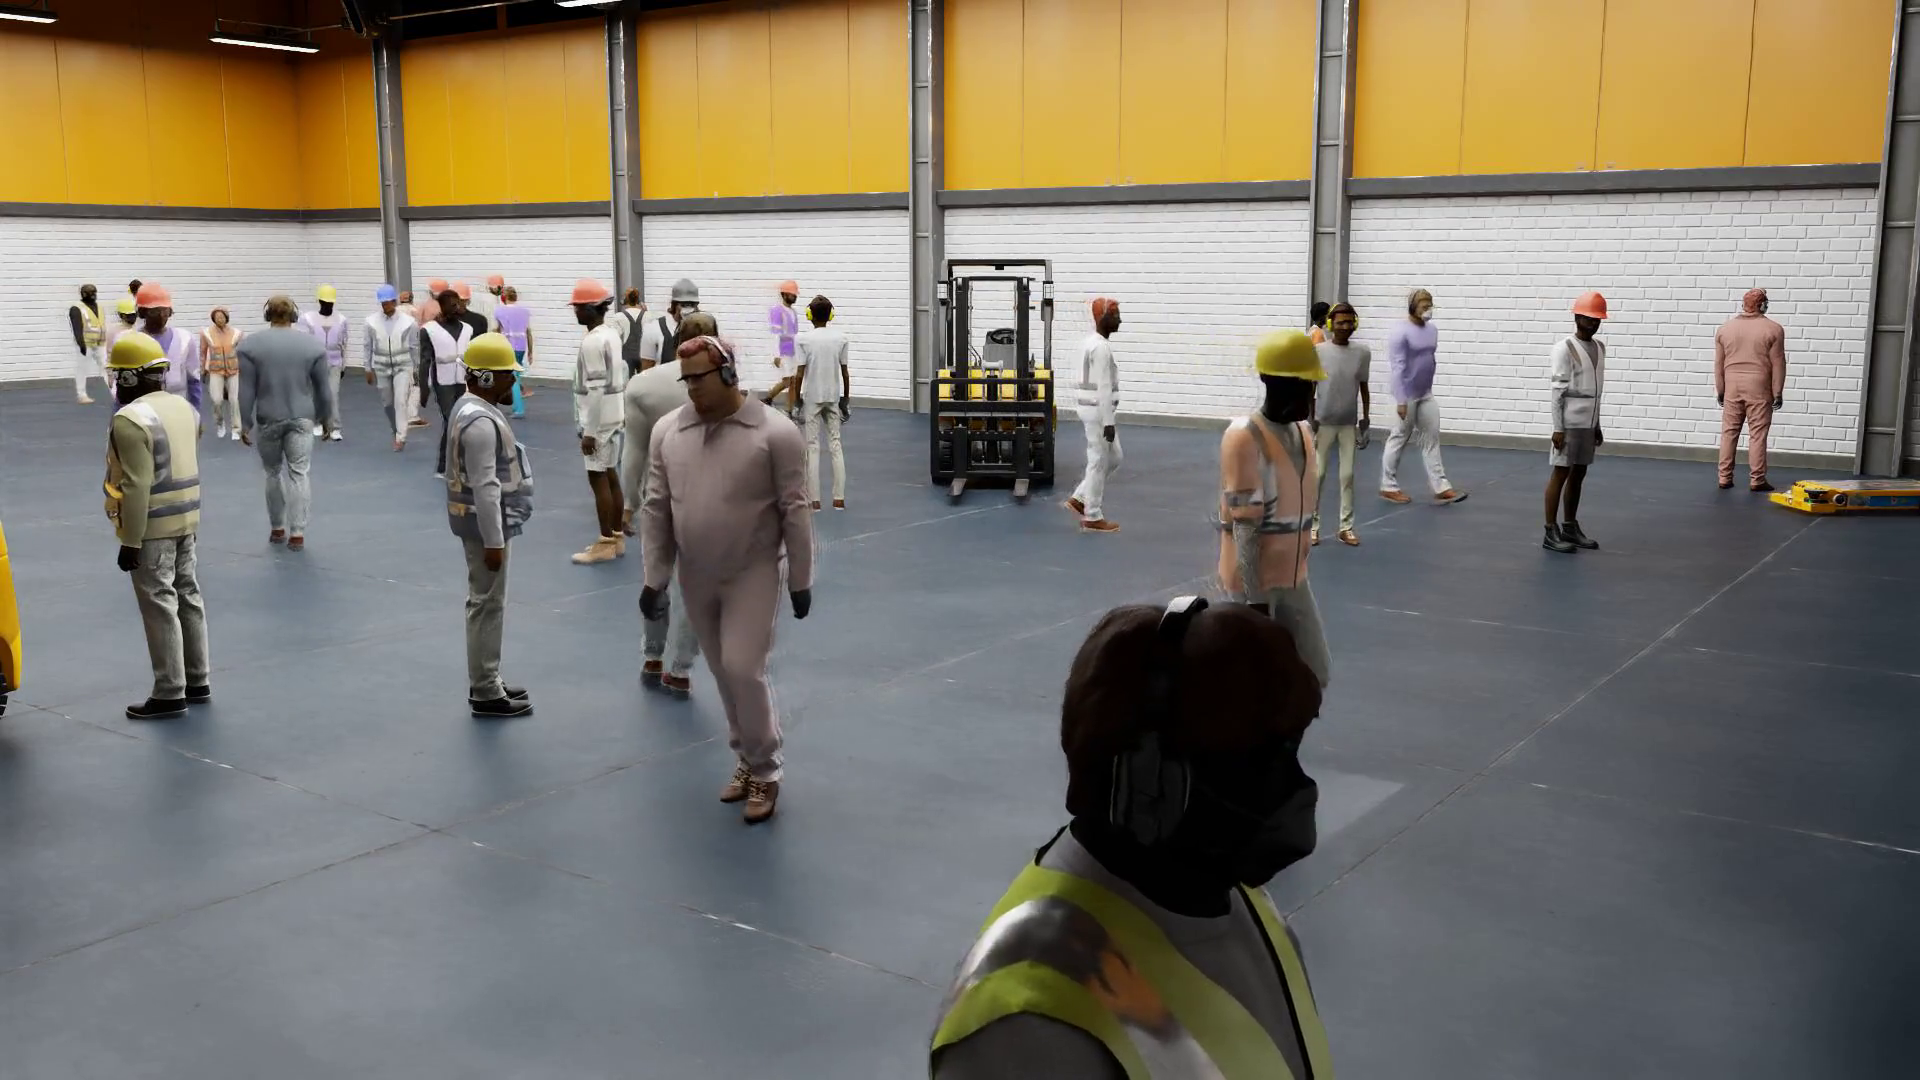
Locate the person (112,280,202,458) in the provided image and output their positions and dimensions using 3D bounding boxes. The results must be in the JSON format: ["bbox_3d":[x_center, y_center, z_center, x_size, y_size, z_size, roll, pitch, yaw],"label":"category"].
[{"bbox_3d":[-6.032,-0.935,12.509,0.615,2.024,0.661,-9,13,-42],"label":"person"}]

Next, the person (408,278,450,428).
[{"bbox_3d":[-6.787,-2.416,21.589,0.634,1.937,0.793,8,13,40],"label":"person"}]

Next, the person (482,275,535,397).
[{"bbox_3d":[-7.305,-3.187,26.148,1.026,1.943,0.618,-4,10,-21],"label":"person"}]

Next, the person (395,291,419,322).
[{"bbox_3d":[-9.714,-3.568,29.305,0.514,1.639,0.310,1,10,3],"label":"person"}]

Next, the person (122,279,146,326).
[{"bbox_3d":[-12.978,-3.181,26.318,0.513,1.871,0.328,-4,11,-25],"label":"person"}]

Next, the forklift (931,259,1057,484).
[{"bbox_3d":[0.370,-1.738,16.759,1.214,2.155,2.313,1,10,3],"label":"forklift"}]

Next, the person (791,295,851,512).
[{"bbox_3d":[-1.204,-1.178,14.388,0.537,1.869,0.312,-4,10,-23],"label":"person"}]

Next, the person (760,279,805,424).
[{"bbox_3d":[-2.337,-2.484,22.010,0.600,1.924,0.566,5,11,28],"label":"person"}]

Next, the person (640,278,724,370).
[{"bbox_3d":[-2.238,-1.162,13.780,0.713,2.000,0.774,-4,10,-22],"label":"person"}]

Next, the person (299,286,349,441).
[{"bbox_3d":[-7.767,-2.168,20.305,0.613,1.873,1.031,-5,11,-27],"label":"person"}]

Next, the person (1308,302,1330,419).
[{"bbox_3d":[4.139,-1.919,19.334,0.320,1.694,0.531,2,10,12],"label":"person"}]

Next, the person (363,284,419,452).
[{"bbox_3d":[-6.514,-1.985,19.099,0.622,1.913,0.890,-2,10,-11],"label":"person"}]

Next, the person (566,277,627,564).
[{"bbox_3d":[-2.602,-0.848,11.908,0.379,2.042,0.616,0,10,2],"label":"person"}]

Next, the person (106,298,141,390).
[{"bbox_3d":[-9.336,-1.858,18.824,0.608,1.736,0.517,3,10,17],"label":"person"}]

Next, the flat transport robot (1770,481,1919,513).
[{"bbox_3d":[7.893,-0.383,14.407,1.431,0.197,0.652,0,10,-3],"label":"flat transport robot"}]

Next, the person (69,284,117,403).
[{"bbox_3d":[-13.093,-2.962,25.217,0.915,1.799,0.652,3,10,18],"label":"person"}]

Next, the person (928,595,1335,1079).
[{"bbox_3d":[0.208,0.966,1.717,0.429,1.843,0.634,4,10,21],"label":"person"}]

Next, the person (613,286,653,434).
[{"bbox_3d":[-4.055,-2.225,20.700,0.506,1.846,0.346,-4,10,-24],"label":"person"}]

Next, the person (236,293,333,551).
[{"bbox_3d":[-5.102,-0.902,12.614,0.656,1.907,0.844,-4,10,-22],"label":"person"}]

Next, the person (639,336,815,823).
[{"bbox_3d":[-0.926,0.148,6.494,0.657,1.871,0.678,3,10,20],"label":"person"}]

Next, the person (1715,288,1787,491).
[{"bbox_3d":[7.441,-1.411,15.664,0.410,1.909,0.643,-9,13,-43],"label":"person"}]

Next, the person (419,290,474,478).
[{"bbox_3d":[-4.895,-1.490,16.236,0.903,1.876,0.616,6,11,32],"label":"person"}]

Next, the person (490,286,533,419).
[{"bbox_3d":[-6.229,-2.574,22.901,0.840,1.808,0.571,8,13,41],"label":"person"}]

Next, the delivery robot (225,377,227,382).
[{"bbox_3d":[-11.135,-2.489,25.826,0.477,0.478,0.707,-8,12,-40],"label":"delivery robot"}]

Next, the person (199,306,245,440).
[{"bbox_3d":[-8.835,-1.999,19.990,0.540,1.622,0.355,-4,10,-23],"label":"person"}]

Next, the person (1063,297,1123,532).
[{"bbox_3d":[1.124,-0.982,13.202,0.413,1.871,0.586,0,10,3],"label":"person"}]

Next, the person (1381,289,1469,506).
[{"bbox_3d":[4.060,-1.234,14.596,0.657,1.907,0.823,-7,12,-36],"label":"person"}]

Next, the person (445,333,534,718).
[{"bbox_3d":[-2.228,-0.067,7.915,0.403,1.826,0.591,-3,10,-19],"label":"person"}]

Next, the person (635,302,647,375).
[{"bbox_3d":[-4.175,-2.307,21.833,0.321,1.627,0.512,-7,12,-35],"label":"person"}]

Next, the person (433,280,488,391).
[{"bbox_3d":[-5.610,-1.942,18.712,0.626,1.957,0.963,-1,10,-8],"label":"person"}]

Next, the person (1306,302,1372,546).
[{"bbox_3d":[2.861,-0.871,12.607,0.508,1.859,0.351,0,10,-2],"label":"person"}]

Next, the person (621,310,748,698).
[{"bbox_3d":[-1.380,-0.193,8.407,0.652,1.908,0.748,-2,10,-10],"label":"person"}]

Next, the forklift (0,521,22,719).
[{"bbox_3d":[-5.296,-0.090,6.943,1.214,2.155,2.313,7,12,35],"label":"forklift"}]

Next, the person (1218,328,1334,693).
[{"bbox_3d":[1.218,0.140,6.419,0.593,1.907,0.416,-9,13,-44],"label":"person"}]

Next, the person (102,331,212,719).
[{"bbox_3d":[-3.823,-0.069,7.892,0.403,1.830,0.601,0,10,3],"label":"person"}]

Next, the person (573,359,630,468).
[{"bbox_3d":[-3.074,-1.022,14.231,0.526,1.608,0.681,-6,11,-32],"label":"person"}]

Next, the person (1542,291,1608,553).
[{"bbox_3d":[4.618,-0.875,12.391,0.547,1.934,0.376,-6,12,-34],"label":"person"}]
